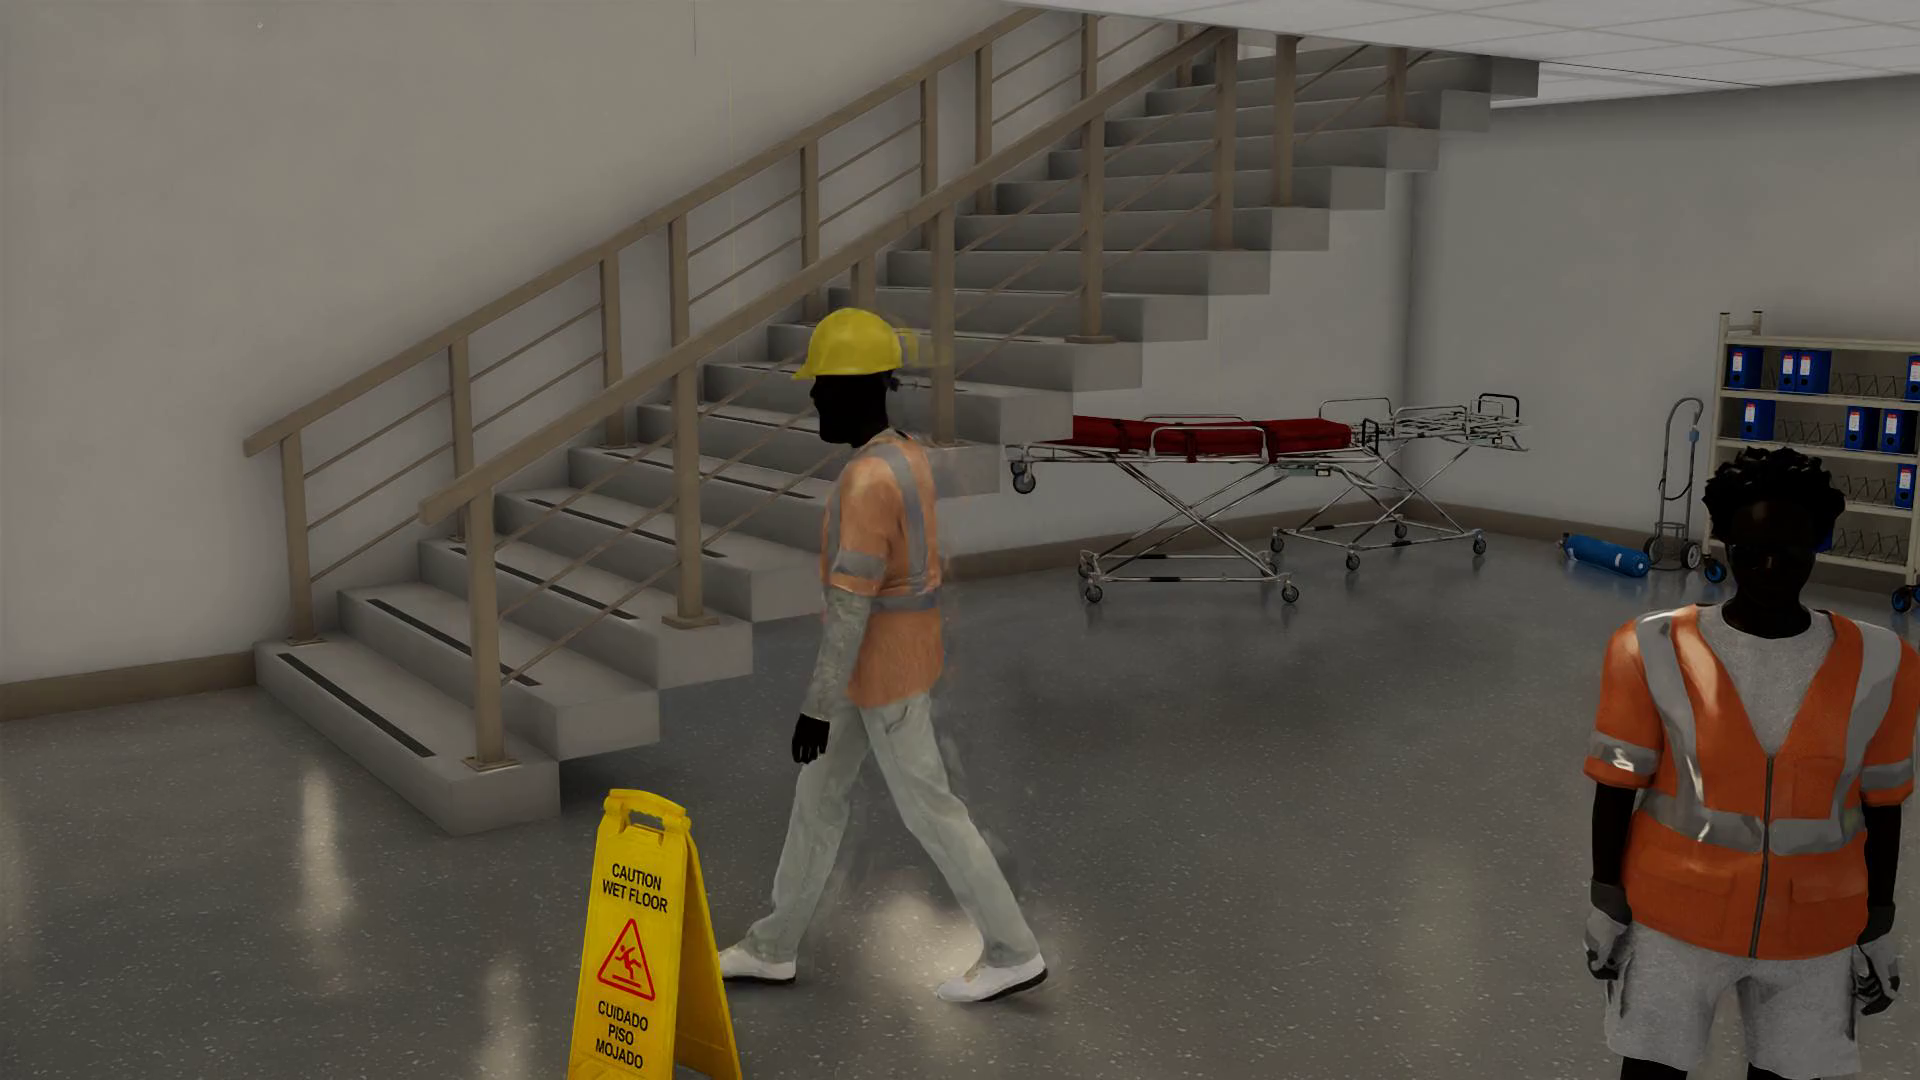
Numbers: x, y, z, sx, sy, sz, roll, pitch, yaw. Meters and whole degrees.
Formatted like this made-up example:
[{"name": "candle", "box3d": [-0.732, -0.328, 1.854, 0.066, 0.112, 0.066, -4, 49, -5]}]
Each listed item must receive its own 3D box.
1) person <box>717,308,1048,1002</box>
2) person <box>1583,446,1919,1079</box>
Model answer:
[{"name": "person", "box3d": [-0.219, 0.333, 4.418, 0.993, 1.882, 0.607, 0, 10, 0]}, {"name": "person", "box3d": [1.374, 0.676, 2.939, 0.541, 1.695, 0.316, 3, 10, 14]}]
